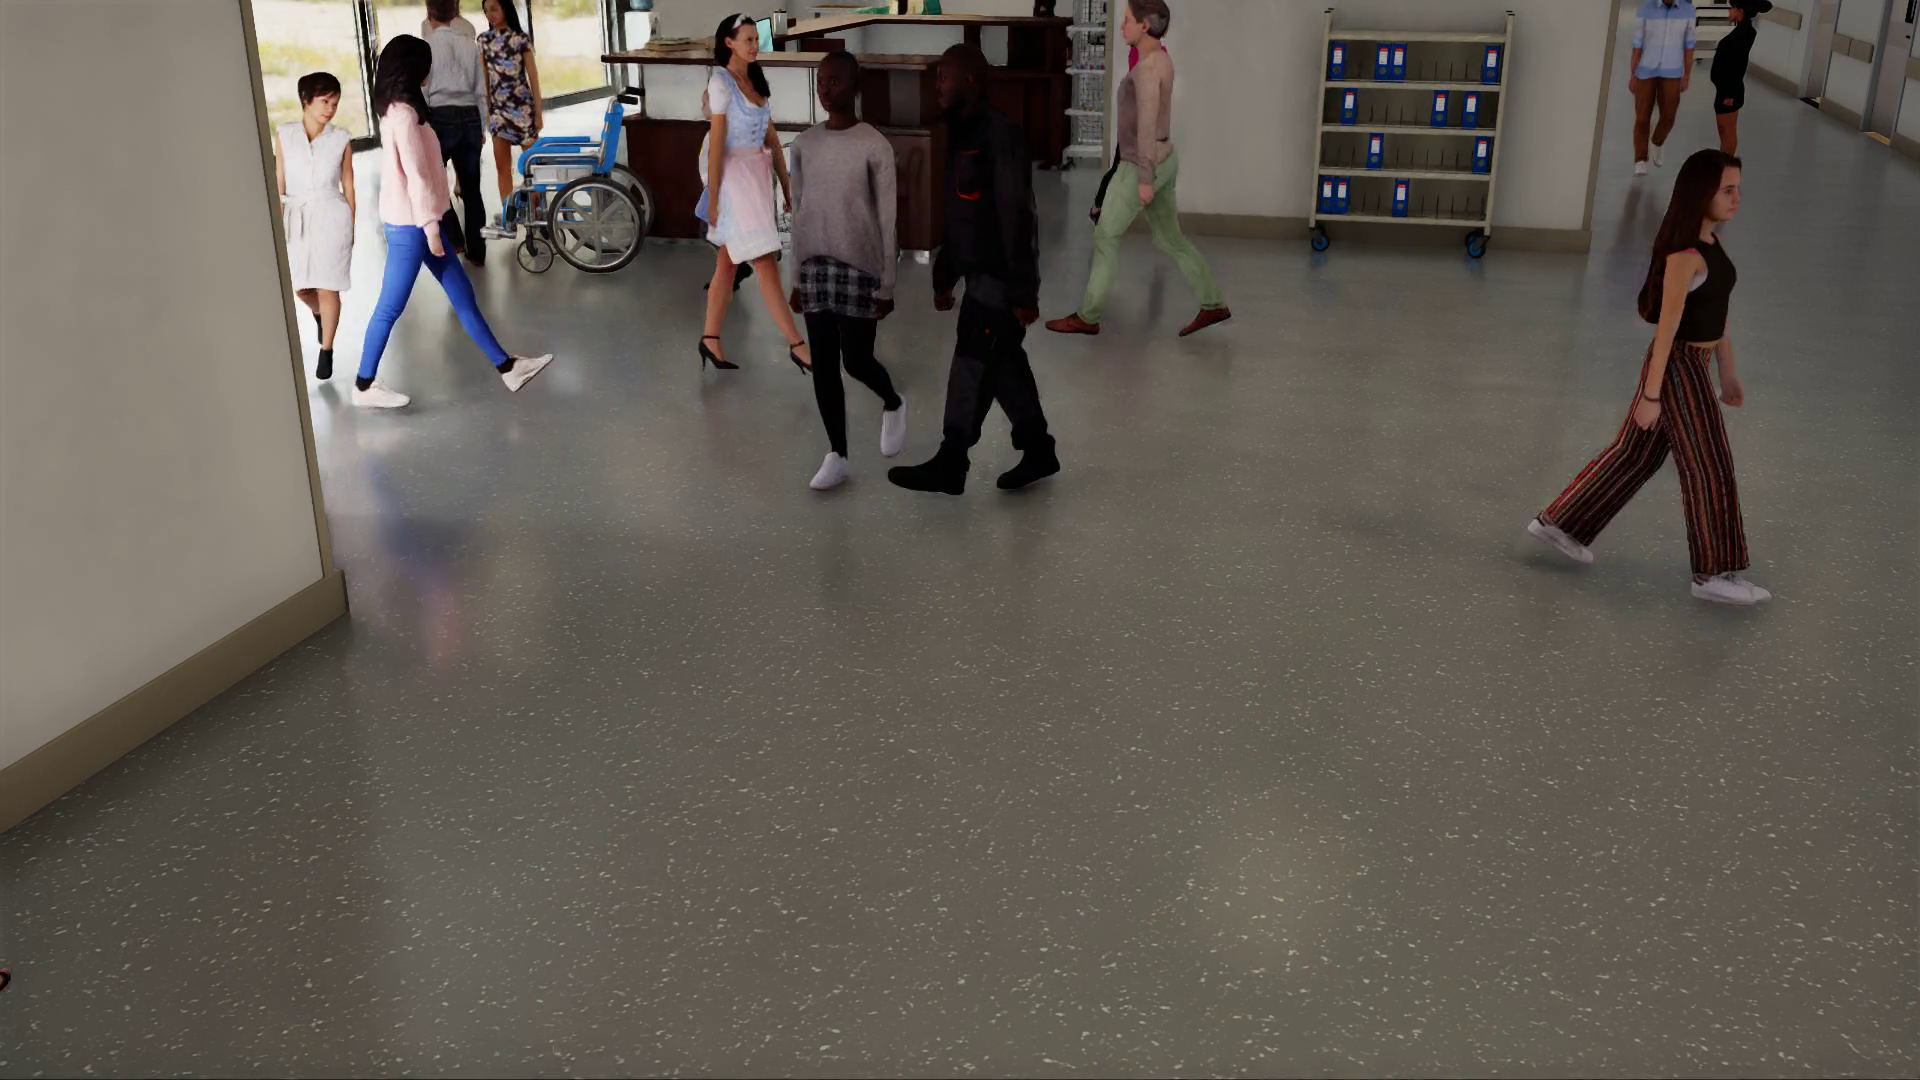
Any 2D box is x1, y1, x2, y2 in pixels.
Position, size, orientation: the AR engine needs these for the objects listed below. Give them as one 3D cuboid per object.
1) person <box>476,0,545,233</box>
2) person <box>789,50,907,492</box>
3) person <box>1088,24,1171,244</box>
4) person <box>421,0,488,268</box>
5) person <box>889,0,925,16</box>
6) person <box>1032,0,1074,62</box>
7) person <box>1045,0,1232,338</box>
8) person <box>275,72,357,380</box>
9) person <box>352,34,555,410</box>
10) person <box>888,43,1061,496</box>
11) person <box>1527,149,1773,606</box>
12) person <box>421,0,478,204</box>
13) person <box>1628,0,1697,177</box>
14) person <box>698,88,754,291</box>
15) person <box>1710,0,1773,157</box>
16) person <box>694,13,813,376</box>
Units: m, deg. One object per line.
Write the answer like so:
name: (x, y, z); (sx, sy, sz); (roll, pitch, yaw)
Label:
person: (-3.273, -3.139, 12.322); (1.058, 1.696, 0.858); (0, 21, 0)
person: (-0.435, -1.096, 6.838); (0.830, 1.760, 0.787); (11, 23, 26)
person: (1.224, -2.933, 11.851); (1.059, 1.646, 1.246); (-17, 26, -37)
person: (-3.350, -2.718, 11.064); (0.844, 1.800, 0.888); (-14, 25, -33)
person: (-0.669, -5.873, 19.662); (1.015, 1.610, 0.842); (11, 23, 26)
person: (1.418, -8.429, 26.198); (1.252, 1.760, 1.115); (-10, 23, -24)
person: (1.100, -1.987, 9.060); (1.245, 1.853, 0.692); (7, 22, 17)
person: (-3.276, -1.604, 8.522); (0.818, 1.519, 0.824); (-2, 21, -5)
person: (-2.636, -1.401, 7.722); (1.287, 1.704, 1.078); (-5, 21, -14)
person: (0.223, -1.071, 6.737); (1.205, 1.786, 1.111); (-11, 23, -27)
person: (2.403, -0.564, 5.766); (1.143, 1.525, 0.792); (13, 24, 31)
person: (-4.151, -3.619, 13.529); (0.662, 1.739, 0.749); (2, 21, 6)
person: (6.302, -4.225, 15.027); (0.694, 1.812, 0.767); (7, 22, 17)
person: (-1.440, -2.183, 10.401); (0.611, 1.270, 0.554); (0, 21, -1)
person: (6.475, -3.737, 13.981); (0.687, 1.640, 0.649); (11, 24, 28)
person: (-1.186, -1.703, 8.412); (1.139, 1.781, 0.769); (10, 23, 24)
